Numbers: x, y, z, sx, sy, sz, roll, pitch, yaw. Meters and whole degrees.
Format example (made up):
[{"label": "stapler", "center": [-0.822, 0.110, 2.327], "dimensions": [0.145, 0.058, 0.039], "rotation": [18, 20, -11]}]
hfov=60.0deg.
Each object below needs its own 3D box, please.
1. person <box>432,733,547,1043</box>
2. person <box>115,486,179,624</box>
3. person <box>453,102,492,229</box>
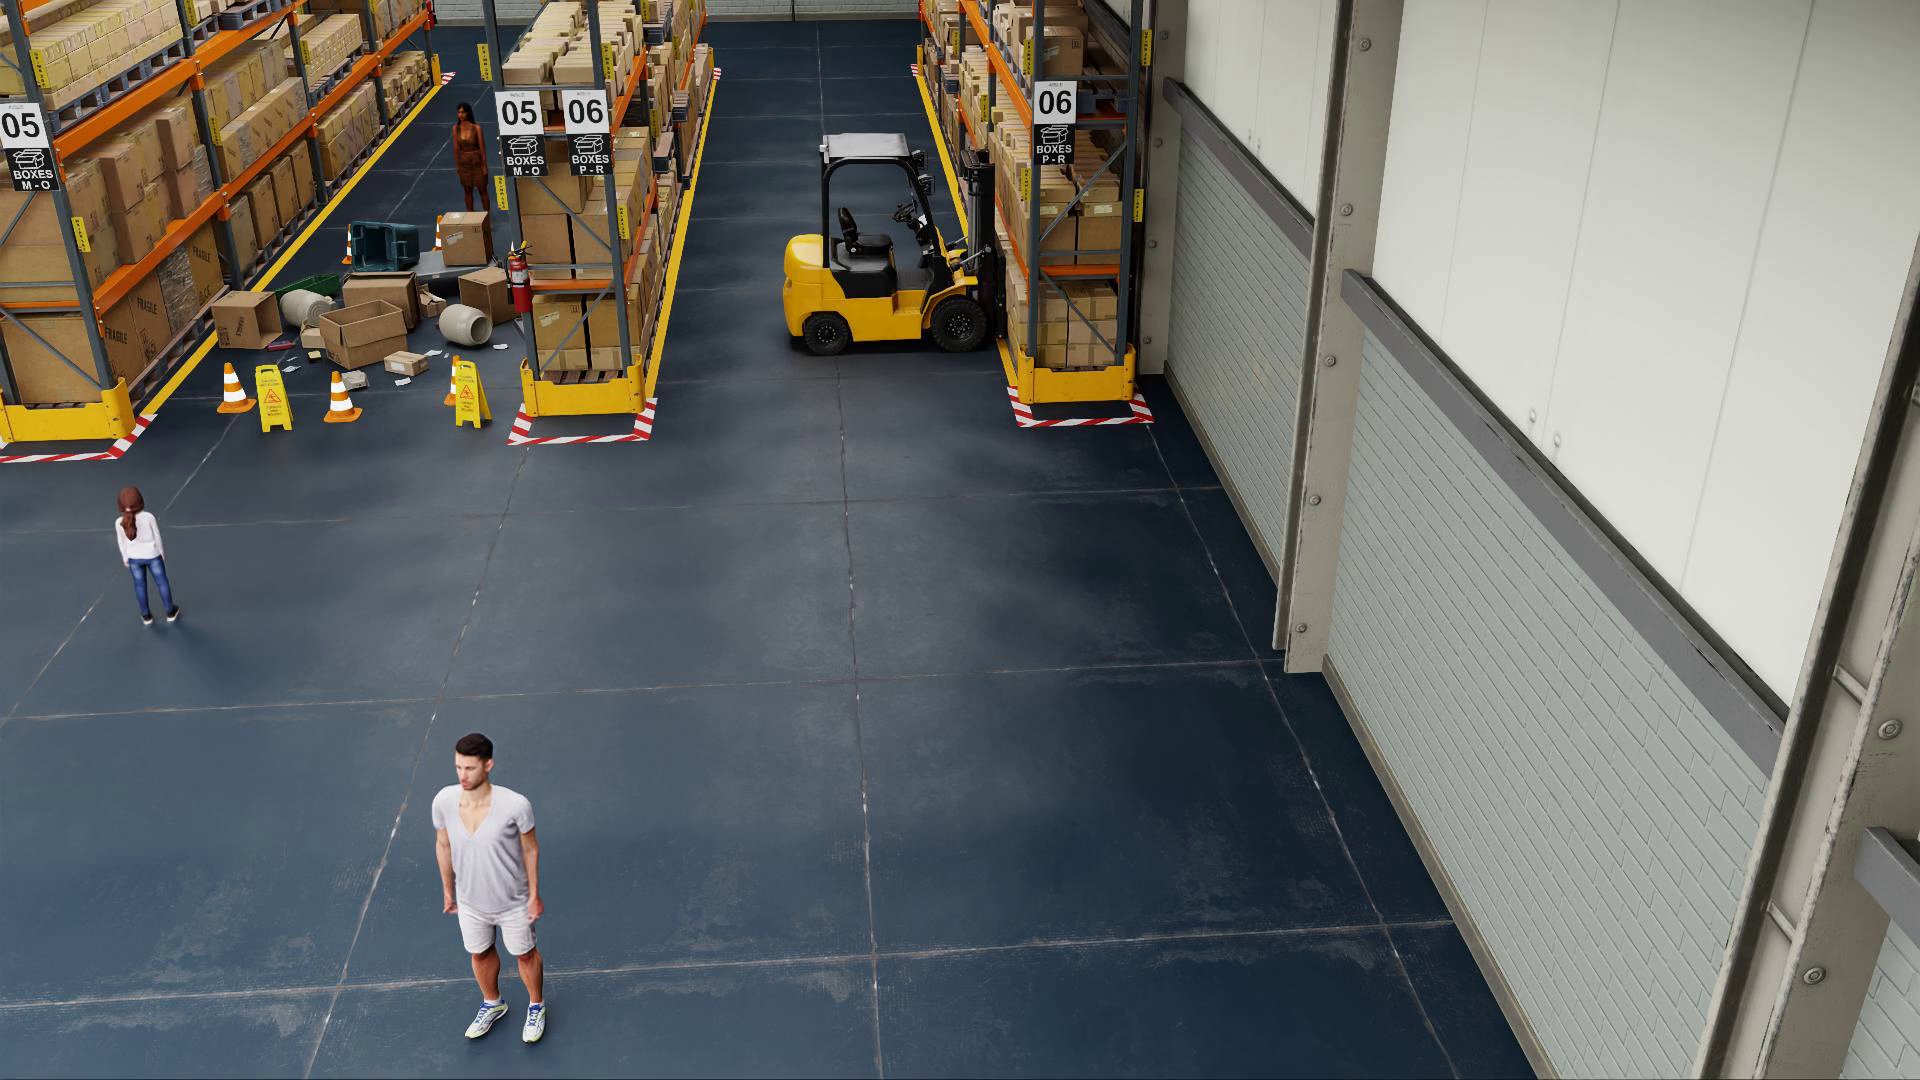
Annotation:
[{"label": "person", "center": [-2.425, 1.804, 8.659], "dimensions": [0.726, 1.855, 0.626], "rotation": [3, 27, 5]}, {"label": "person", "center": [-6.273, 0.104, 12.775], "dimensions": [0.487, 1.109, 0.513], "rotation": [-9, 29, -17]}, {"label": "person", "center": [-6.418, -4.916, 21.892], "dimensions": [0.597, 1.688, 0.548], "rotation": [2, 27, 3]}]
